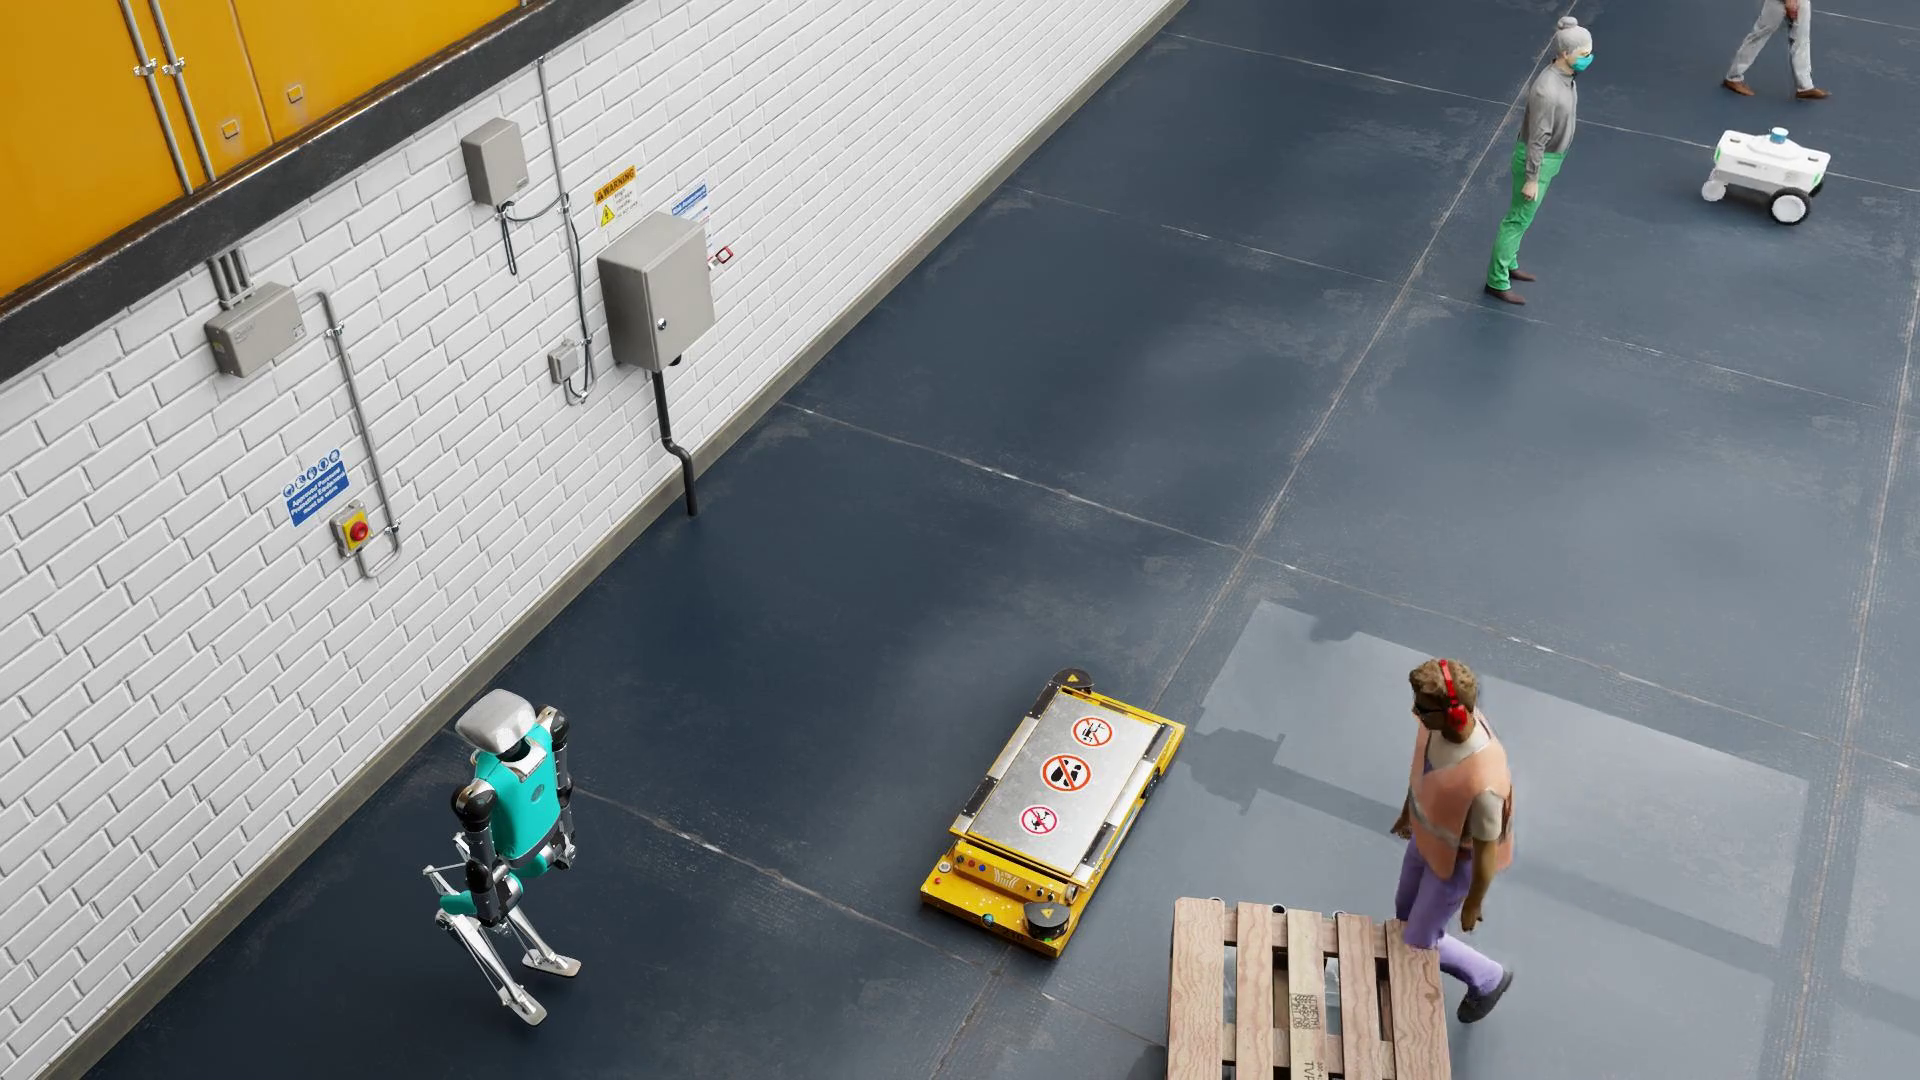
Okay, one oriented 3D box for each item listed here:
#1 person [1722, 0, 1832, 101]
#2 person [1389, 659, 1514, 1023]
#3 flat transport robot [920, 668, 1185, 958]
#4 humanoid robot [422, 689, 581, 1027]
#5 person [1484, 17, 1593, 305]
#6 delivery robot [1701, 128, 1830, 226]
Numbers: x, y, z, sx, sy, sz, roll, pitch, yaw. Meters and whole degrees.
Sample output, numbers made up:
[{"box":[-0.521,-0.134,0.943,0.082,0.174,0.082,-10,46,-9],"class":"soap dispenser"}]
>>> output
[{"box":[6.349,-4.055,12.504,0.834,1.614,0.505,31,50,31],"class":"person"},{"box":[1.857,1.169,6.302,0.569,1.804,0.630,-4,41,-4],"class":"person"},{"box":[0.447,1.178,7.472,0.659,0.231,1.431,19,44,21],"class":"flat transport robot"},{"box":[-1.786,1.151,6.277,0.735,1.677,0.533,19,44,21],"class":"humanoid robot"},{"box":[3.616,-2.368,10.378,0.325,1.842,0.523,19,44,21],"class":"person"},{"box":[5.652,-2.570,11.612,0.814,0.612,0.499,22,45,23],"class":"delivery robot"}]
